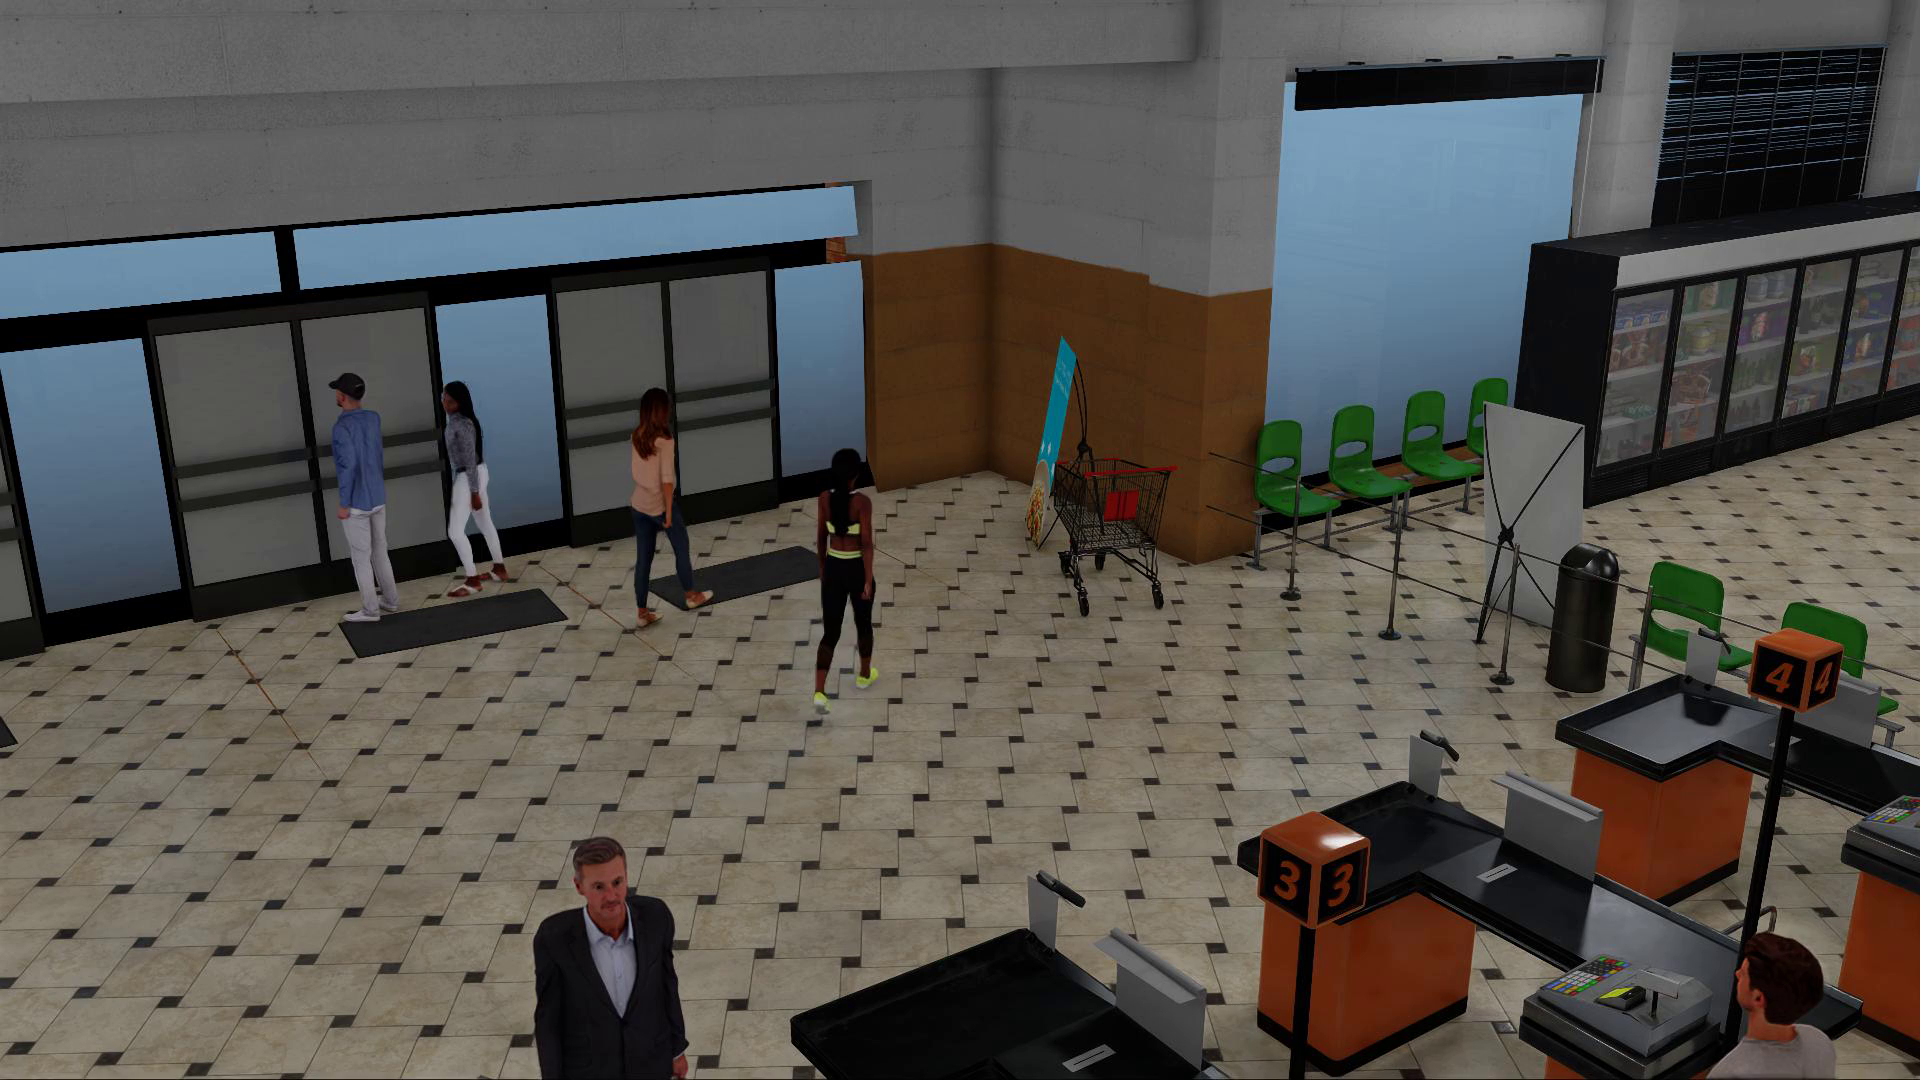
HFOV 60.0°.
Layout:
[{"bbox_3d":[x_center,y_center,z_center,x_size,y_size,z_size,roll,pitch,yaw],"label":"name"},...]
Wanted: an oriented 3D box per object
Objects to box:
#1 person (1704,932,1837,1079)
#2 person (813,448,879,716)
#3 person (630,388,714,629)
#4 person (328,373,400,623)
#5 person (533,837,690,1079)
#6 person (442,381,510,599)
[{"bbox_3d":[2.426,2.087,5.173,0.666,1.903,0.548,-13,23,-34],"label":"person"},{"bbox_3d":[-0.776,0.305,10.756,1.128,1.713,1.109,5,19,15],"label":"person"},{"bbox_3d":[-2.298,-0.202,12.190,0.984,1.758,0.891,11,22,29],"label":"person"},{"bbox_3d":[-4.435,-0.316,12.324,0.770,1.888,0.740,6,19,16],"label":"person"},{"bbox_3d":[-1.229,1.870,5.912,0.725,1.842,0.617,-11,21,-29],"label":"person"},{"bbox_3d":[-3.748,-0.413,12.907,0.892,1.699,0.768,-1,19,-3],"label":"person"}]
